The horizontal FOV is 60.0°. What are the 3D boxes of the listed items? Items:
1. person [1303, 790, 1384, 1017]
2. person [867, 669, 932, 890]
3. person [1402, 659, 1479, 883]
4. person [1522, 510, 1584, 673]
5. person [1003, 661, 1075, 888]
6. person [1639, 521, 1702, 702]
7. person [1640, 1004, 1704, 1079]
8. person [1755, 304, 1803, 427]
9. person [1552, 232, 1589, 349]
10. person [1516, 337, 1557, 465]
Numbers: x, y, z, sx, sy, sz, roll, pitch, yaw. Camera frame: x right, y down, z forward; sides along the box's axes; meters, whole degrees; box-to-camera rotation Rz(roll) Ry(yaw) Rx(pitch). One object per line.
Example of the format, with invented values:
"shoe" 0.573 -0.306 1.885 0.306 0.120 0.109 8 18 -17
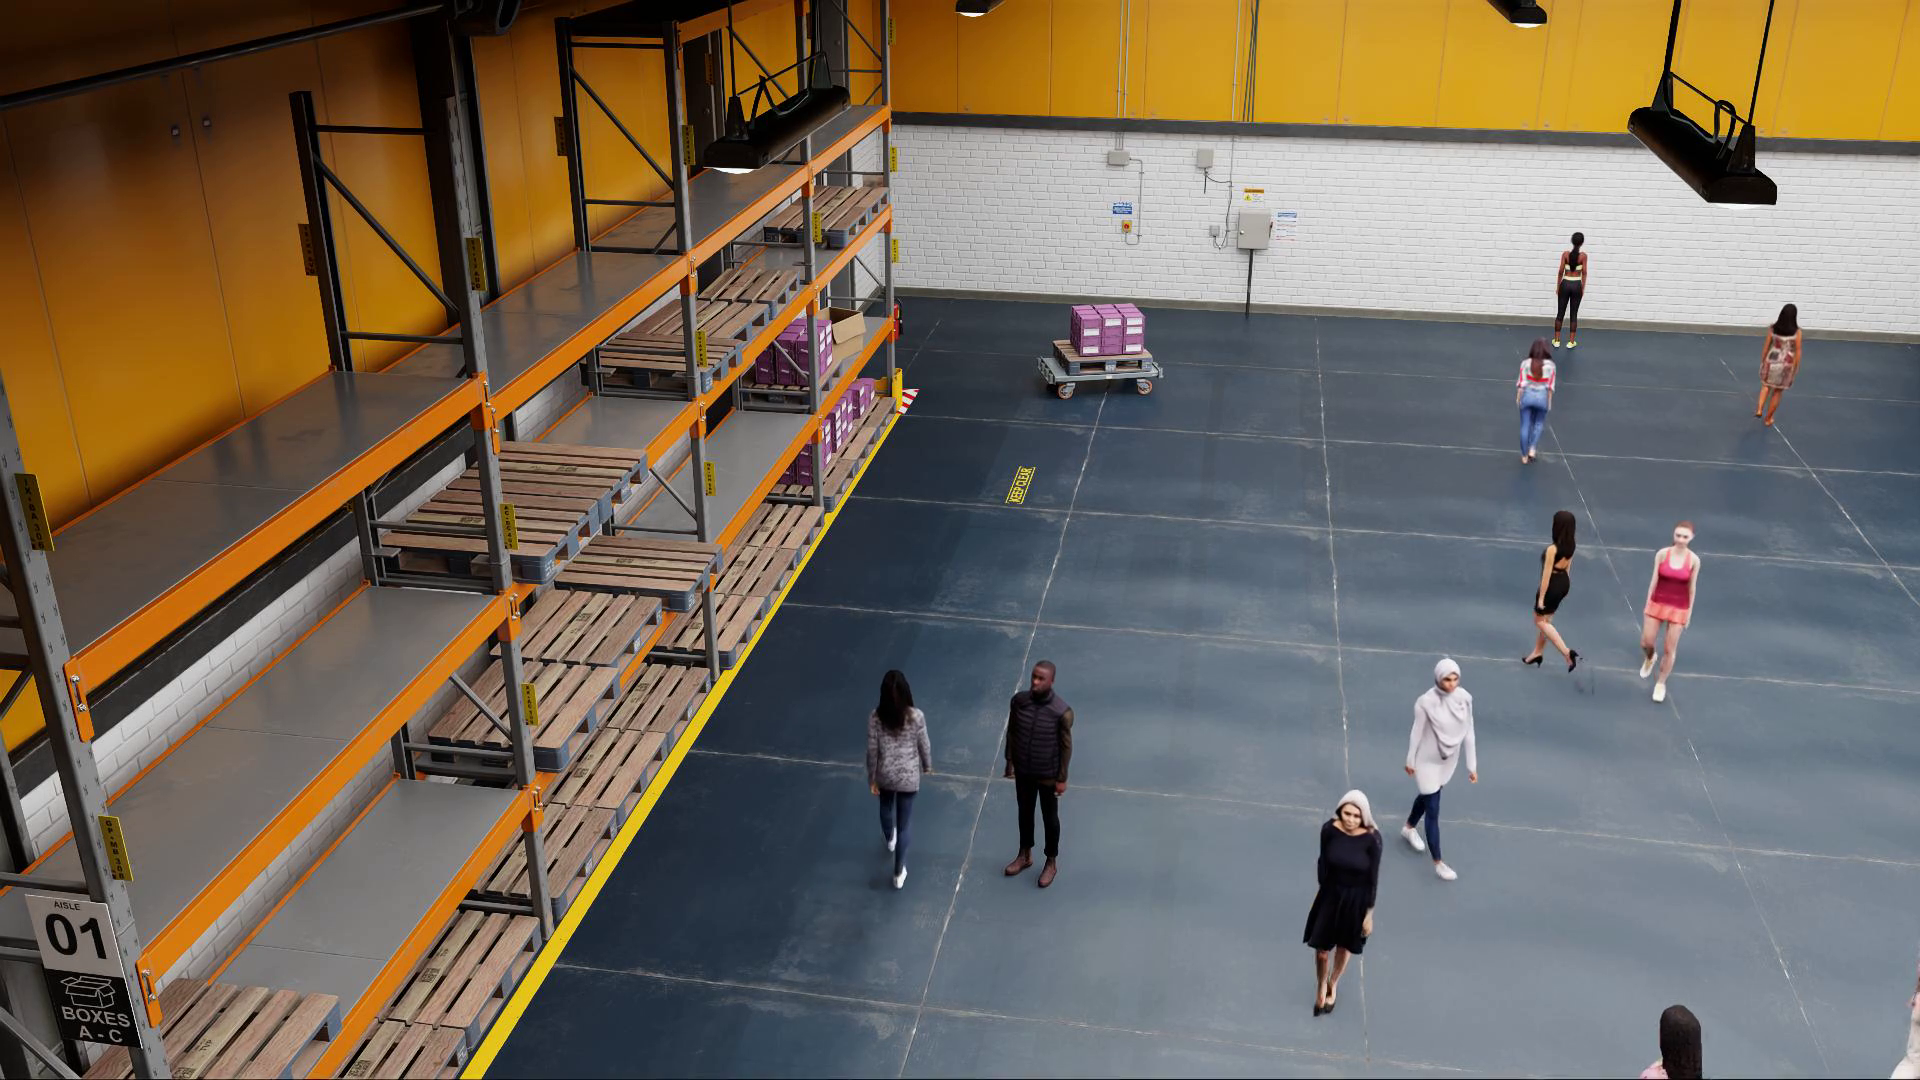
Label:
"person" 2.581 2.402 11.111 0.648 1.734 0.751 9 25 19
"person" -0.484 1.828 12.462 0.627 1.704 0.944 3 24 8
"person" 3.623 1.671 12.781 0.936 1.735 1.169 -7 25 -15
"person" 5.596 0.525 15.529 0.885 1.634 0.948 -15 28 -31
"person" 0.594 1.732 12.518 0.764 1.834 0.711 14 27 28
"person" 6.501 0.604 15.214 0.680 1.742 0.793 12 27 26
"person" 3.860 3.328 9.042 1.059 1.694 1.203 -12 26 -26
"person" 10.800 -2.295 21.978 0.777 1.637 0.804 20 31 38
"person" 9.279 -3.798 25.268 0.602 1.755 0.569 9 25 20
"person" 7.145 -1.716 20.692 0.653 1.606 0.670 8 25 17
